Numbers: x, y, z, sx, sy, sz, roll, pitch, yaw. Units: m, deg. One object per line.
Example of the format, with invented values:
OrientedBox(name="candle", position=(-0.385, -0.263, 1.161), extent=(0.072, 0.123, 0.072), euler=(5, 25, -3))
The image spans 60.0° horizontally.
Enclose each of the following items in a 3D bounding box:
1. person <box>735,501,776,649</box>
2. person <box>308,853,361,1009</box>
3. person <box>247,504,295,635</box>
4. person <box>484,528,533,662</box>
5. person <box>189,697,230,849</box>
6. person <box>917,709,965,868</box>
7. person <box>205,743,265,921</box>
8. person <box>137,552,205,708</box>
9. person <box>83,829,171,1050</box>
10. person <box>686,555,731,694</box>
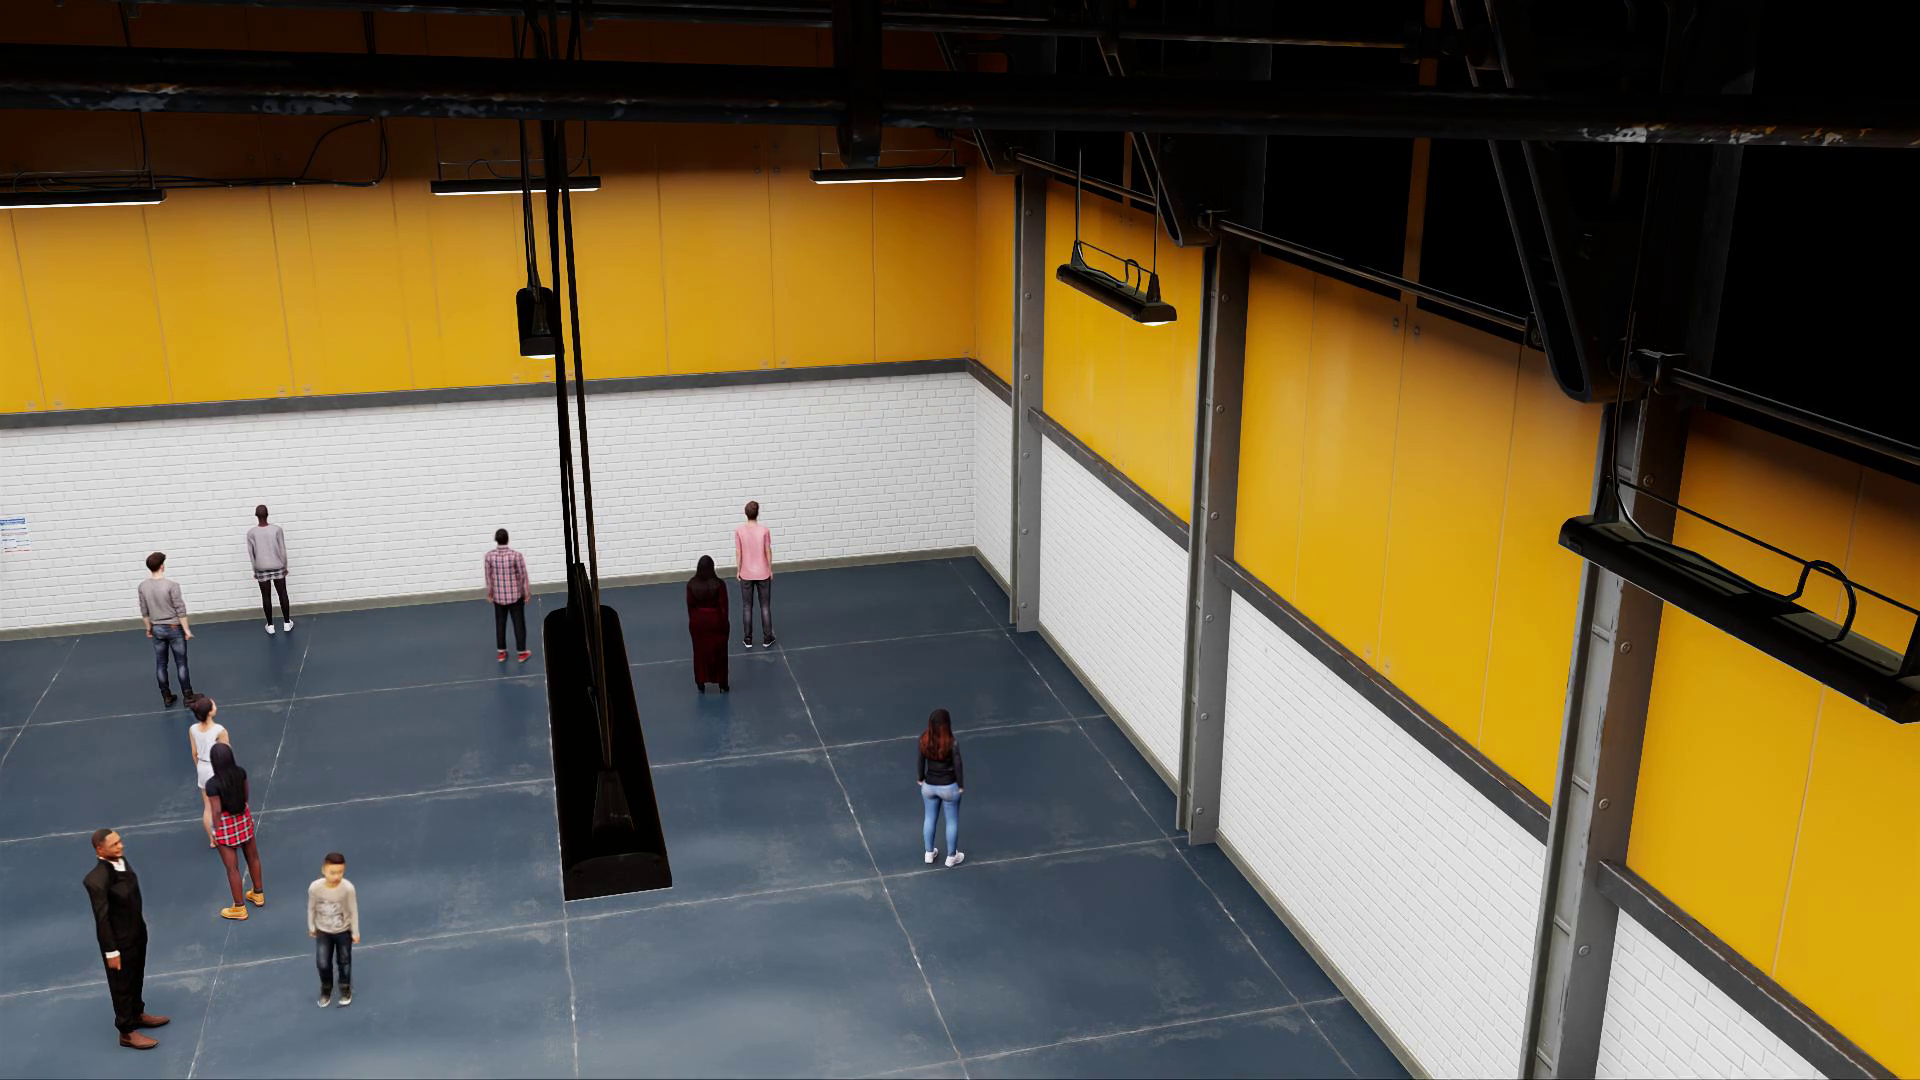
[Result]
OrientedBox(name="person", position=(-2.663, 0.443, 21.579), extent=(0.660, 1.958, 0.611), euler=(-1, 19, -4))
OrientedBox(name="person", position=(-5.277, 3.255, 14.034), extent=(0.561, 1.444, 0.543), euler=(-2, 19, -7))
OrientedBox(name="person", position=(-9.161, 0.372, 22.083), extent=(0.644, 1.772, 0.584), euler=(-8, 20, -23))
OrientedBox(name="person", position=(-5.753, 0.690, 21.157), extent=(0.774, 1.760, 0.707), euler=(1, 19, 2))
OrientedBox(name="person", position=(-7.427, 2.317, 16.567), extent=(0.642, 1.606, 0.654), euler=(3, 19, 10))
OrientedBox(name="person", position=(-0.184, 2.406, 16.259), extent=(0.723, 1.634, 0.757), euler=(8, 20, 21))
OrientedBox(name="person", position=(-6.709, 2.660, 15.357), extent=(0.783, 1.729, 0.707), euler=(7, 20, 20))
OrientedBox(name="person", position=(-9.447, 1.068, 19.805), extent=(0.757, 1.905, 0.688), euler=(1, 19, 2))
OrientedBox(name="person", position=(-6.804, 3.197, 13.484), extent=(0.786, 1.904, 0.607), euler=(-2, 19, -5))
OrientedBox(name="person", position=(-3.048, 1.022, 20.174), extent=(0.744, 1.757, 0.728), euler=(2, 19, 6))
